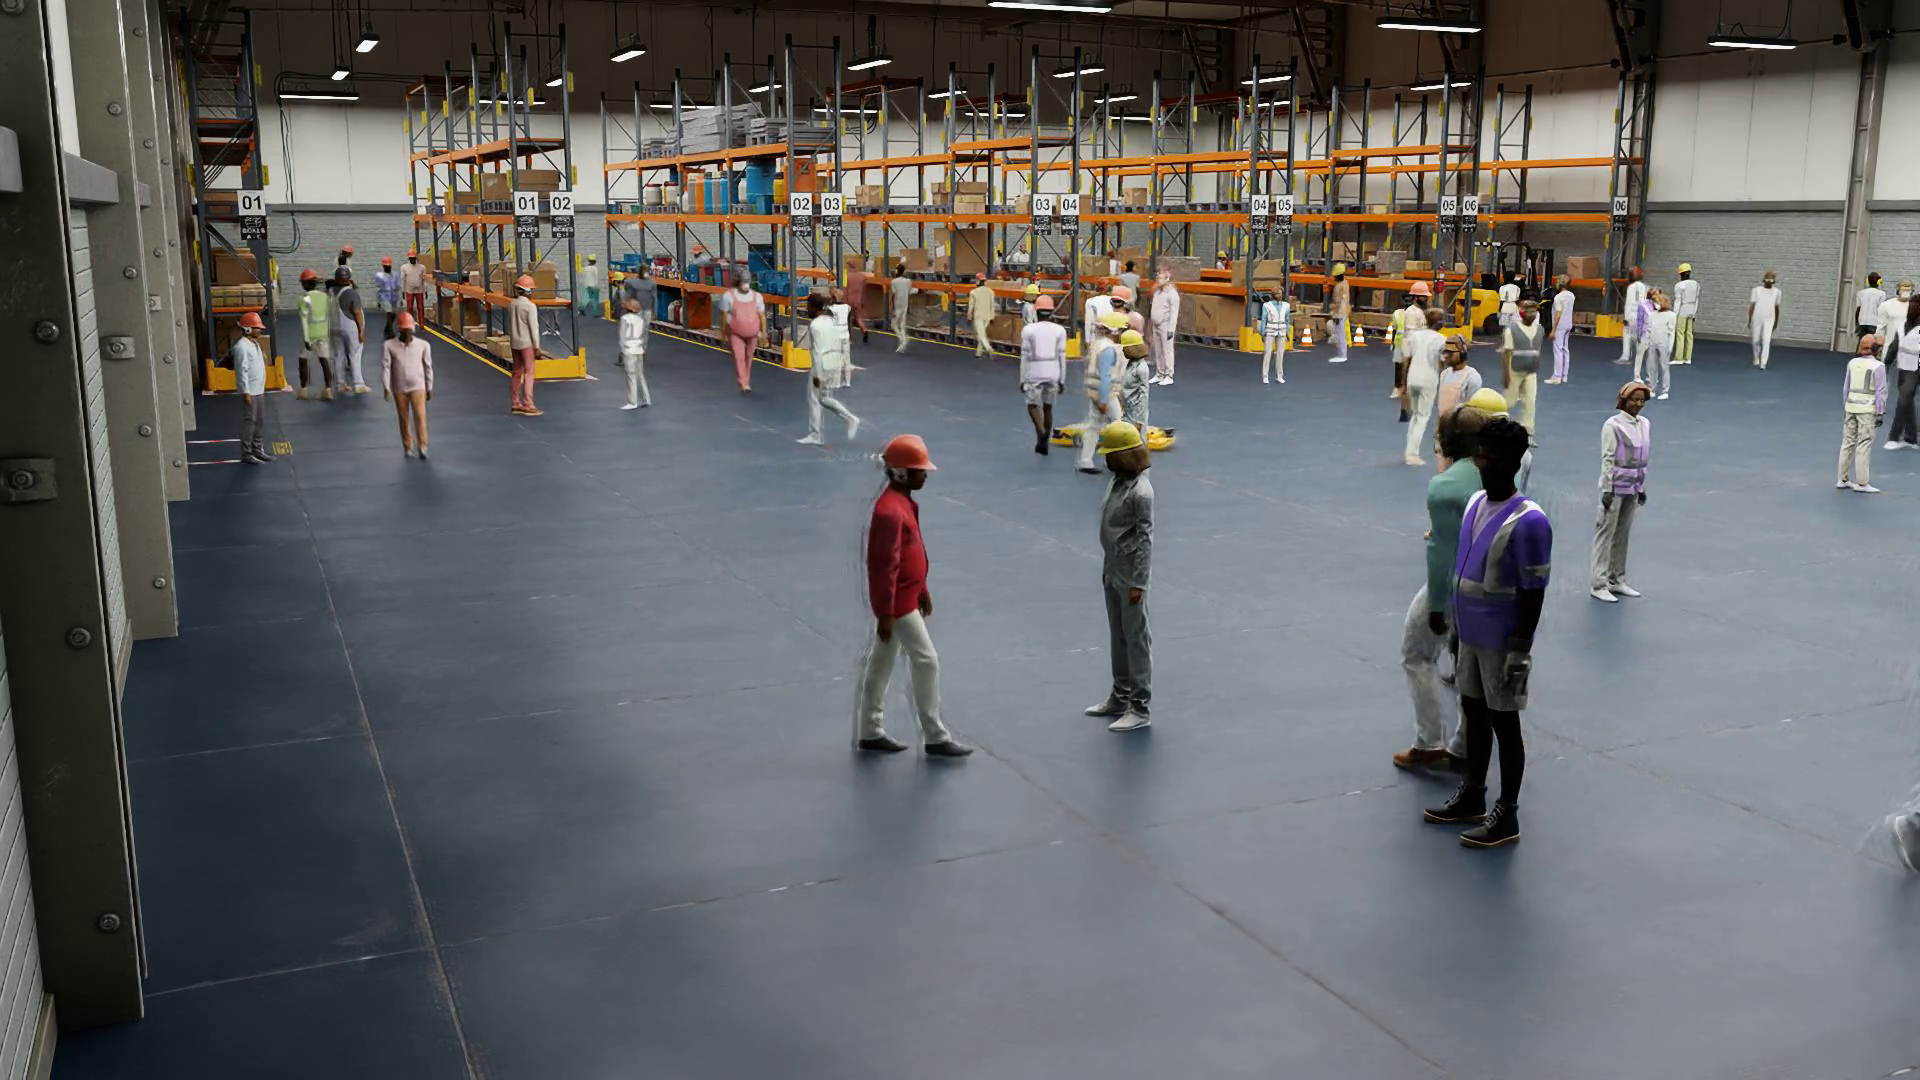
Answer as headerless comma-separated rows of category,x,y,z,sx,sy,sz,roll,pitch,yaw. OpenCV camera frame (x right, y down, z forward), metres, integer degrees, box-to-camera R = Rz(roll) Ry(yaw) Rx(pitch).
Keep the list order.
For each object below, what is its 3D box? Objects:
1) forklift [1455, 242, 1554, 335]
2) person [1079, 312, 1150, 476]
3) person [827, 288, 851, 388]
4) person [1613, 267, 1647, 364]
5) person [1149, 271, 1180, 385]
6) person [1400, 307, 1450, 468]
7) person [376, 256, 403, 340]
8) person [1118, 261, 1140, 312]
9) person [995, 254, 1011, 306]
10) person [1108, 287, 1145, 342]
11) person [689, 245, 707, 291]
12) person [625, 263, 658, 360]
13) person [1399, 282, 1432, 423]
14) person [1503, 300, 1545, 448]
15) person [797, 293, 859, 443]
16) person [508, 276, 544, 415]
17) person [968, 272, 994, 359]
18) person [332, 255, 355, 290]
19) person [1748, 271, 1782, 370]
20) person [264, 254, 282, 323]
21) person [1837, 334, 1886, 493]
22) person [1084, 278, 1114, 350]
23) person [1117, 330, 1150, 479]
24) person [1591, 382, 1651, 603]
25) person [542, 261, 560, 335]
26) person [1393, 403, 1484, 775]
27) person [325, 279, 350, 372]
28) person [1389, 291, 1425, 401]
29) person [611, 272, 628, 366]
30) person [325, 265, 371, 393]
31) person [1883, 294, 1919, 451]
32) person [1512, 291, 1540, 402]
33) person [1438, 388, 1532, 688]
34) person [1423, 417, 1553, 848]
forklift,13.047,-6.049,39.881,2.313,2.155,1.214,-5,12,-23
person,1.700,-1.583,18.182,0.854,1.789,0.602,-2,11,-8
person,-1.995,-3.316,27.403,0.309,1.641,0.514,10,15,41
person,12.858,-4.250,31.592,0.577,1.866,0.663,-11,15,-44
person,3.409,-3.569,28.000,0.408,1.913,0.641,-5,12,-24
person,5.289,-1.728,18.906,0.599,1.809,0.530,-10,15,-40
person,-12.984,-5.486,37.763,0.541,1.909,0.848,-9,14,-39
person,3.703,-5.293,36.999,0.542,1.820,0.965,-4,12,-19
person,1.284,-8.135,51.210,0.590,1.916,0.393,6,12,27
person,2.191,-2.474,22.471,0.592,1.892,0.936,-1,11,-7
person,-7.426,-7.377,47.204,0.606,1.979,1.007,4,12,19
person,-6.209,-4.451,32.534,0.674,1.896,0.767,-5,12,-23
person,6.295,-2.591,22.961,0.371,1.935,0.551,5,12,24
person,6.941,-2.081,20.699,0.571,1.819,0.782,-3,12,-17
person,-1.663,-2.134,20.747,0.688,1.897,0.606,3,12,16
person,-6.214,-2.781,23.825,0.614,1.983,0.425,10,15,43
person,0.442,-4.392,32.650,0.571,1.728,0.710,-7,13,-33
person,-14.704,-5.857,39.735,0.532,1.870,0.319,-2,11,-11
person,14.916,-4.081,30.854,0.519,1.819,0.812,6,13,28
person,-18.215,-6.637,43.828,0.659,1.815,0.587,9,14,38
person,9.360,-1.313,17.236,0.310,1.636,0.522,-2,11,-12
person,2.208,-3.113,25.750,0.576,1.883,0.354,-2,11,-8
person,1.696,-1.202,16.423,0.311,1.735,0.484,-3,11,-13
person,4.942,-0.364,12.413,0.515,1.636,0.314,-8,14,-35
person,-9.690,-5.713,39.326,0.493,1.742,0.292,4,12,21
person,2.502,0.255,8.530,0.646,1.922,0.530,-8,14,-35
person,-11.323,-3.894,30.238,0.324,1.689,0.546,3,11,13
person,6.895,-2.994,25.652,0.537,1.691,0.319,9,14,38
person,-6.446,-4.197,31.553,0.309,1.772,0.525,-3,12,-16
person,-9.829,-3.387,26.744,0.688,2.000,0.539,4,12,20
person,11.522,-2.041,20.282,0.549,1.895,0.685,-1,11,-5
person,8.657,-2.968,25.481,0.537,1.699,0.321,-6,13,-29
person,3.151,0.001,10.056,0.592,1.832,0.404,-6,13,-29
person,2.425,0.417,7.602,0.362,1.966,0.611,-3,11,-13
